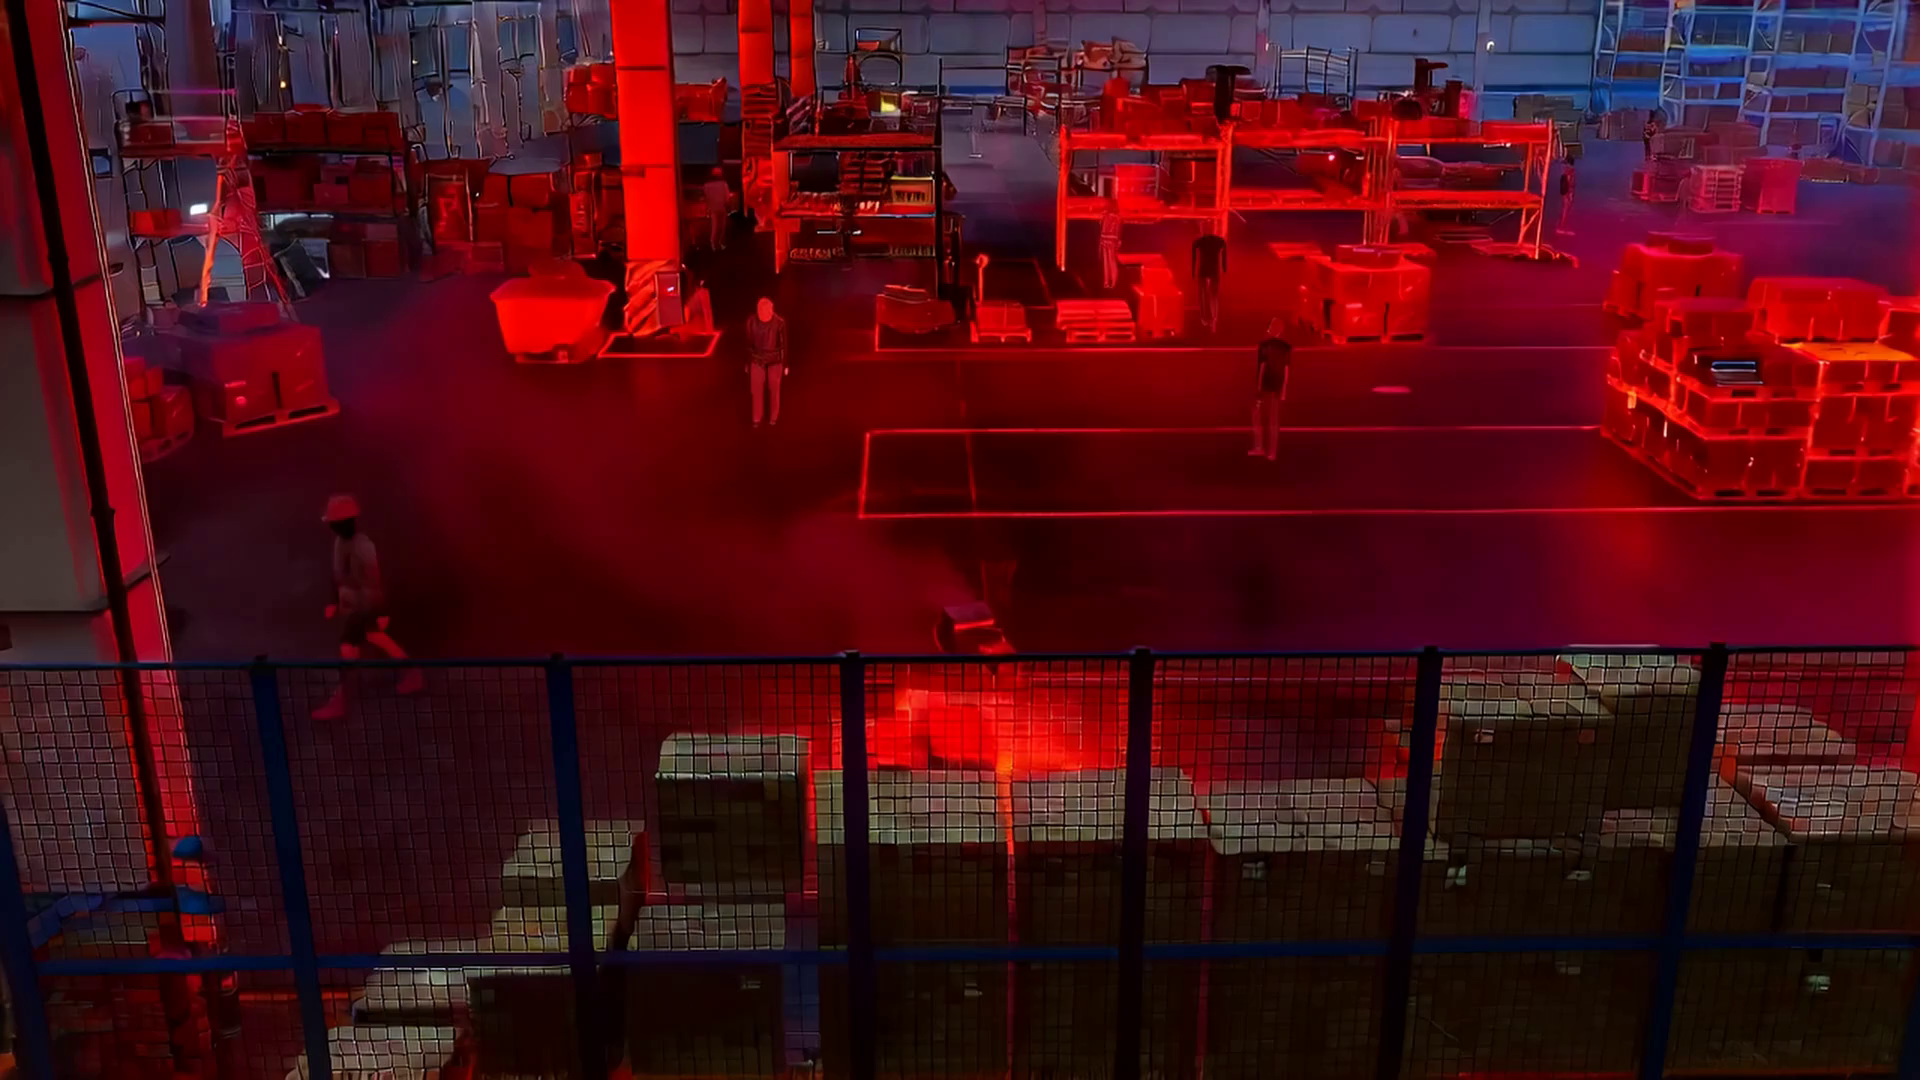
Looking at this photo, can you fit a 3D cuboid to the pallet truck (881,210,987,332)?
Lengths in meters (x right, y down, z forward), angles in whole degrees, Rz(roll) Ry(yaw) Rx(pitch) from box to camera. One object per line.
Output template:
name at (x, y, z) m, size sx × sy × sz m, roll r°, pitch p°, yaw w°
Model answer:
pallet truck at (-0.493, -4.759, 29.349) m, size 1.885 × 1.965 × 0.823 m, roll -13°, pitch 23°, yaw -34°

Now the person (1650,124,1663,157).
person at (21.305, -11.884, 50.943) m, size 0.536 × 1.699 × 0.322 m, roll -17°, pitch 25°, yaw -40°

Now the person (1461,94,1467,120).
person at (18.821, -15.666, 61.866) m, size 0.772 × 1.885 × 0.560 m, roll -15°, pitch 24°, yaw -38°

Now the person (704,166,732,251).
person at (-5.472, -7.450, 37.488) m, size 0.594 × 1.903 × 0.582 m, roll 2°, pitch 19°, yaw 6°

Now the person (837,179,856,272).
person at (-2.389, -6.600, 34.936) m, size 0.381 × 1.917 × 0.586 m, roll 2°, pitch 19°, yaw 6°

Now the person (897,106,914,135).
person at (-1.877, -14.301, 58.156) m, size 0.541 × 1.676 × 0.647 m, roll 8°, pitch 20°, yaw 21°

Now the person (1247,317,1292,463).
person at (3.985, -1.910, 21.160) m, size 0.523 × 1.824 × 0.525 m, roll -5°, pitch 19°, yaw -15°

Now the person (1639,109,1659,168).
person at (22.448, -13.032, 54.031) m, size 0.391 × 1.912 × 0.589 m, roll -3°, pitch 19°, yaw -8°

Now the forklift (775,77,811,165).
forklift at (-5.920, -13.893, 55.085) m, size 1.873 × 2.768 × 1.129 m, roll -1°, pitch 19°, yaw -1°

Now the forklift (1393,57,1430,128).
forklift at (19.009, -18.498, 68.747) m, size 1.873 × 2.768 × 1.129 m, roll -1°, pitch 19°, yaw -1°

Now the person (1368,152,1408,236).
person at (10.337, -8.293, 39.767) m, size 1.031 × 2.000 × 0.698 m, roll 1°, pitch 19°, yaw 3°

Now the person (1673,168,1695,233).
person at (17.330, -8.082, 39.790) m, size 0.400 × 1.622 × 0.511 m, roll 7°, pitch 20°, yaw 20°

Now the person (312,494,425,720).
person at (-5.010, 0.503, 13.925) m, size 1.007 × 1.893 × 0.552 m, roll -14°, pitch 23°, yaw -36°

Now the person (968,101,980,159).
person at (0.476, -14.077, 57.103) m, size 0.376 × 1.935 × 0.628 m, roll 8°, pitch 20°, yaw 22°

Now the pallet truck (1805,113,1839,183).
pallet truck at (26.403, -11.957, 50.702) m, size 0.823 × 1.965 × 1.885 m, roll 6°, pitch 19°, yaw 16°

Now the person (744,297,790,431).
person at (-2.638, -2.373, 22.543) m, size 0.661 × 1.815 × 0.781 m, roll 2°, pitch 19°, yaw 6°

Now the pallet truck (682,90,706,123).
pallet truck at (-9.671, -15.907, 62.421) m, size 0.823 × 1.965 × 1.885 m, roll 5°, pitch 19°, yaw 15°

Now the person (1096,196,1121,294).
person at (2.920, -5.762, 32.499) m, size 0.339 × 1.882 × 0.581 m, roll -10°, pitch 21°, yaw -27°

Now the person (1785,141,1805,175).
person at (23.460, -10.452, 46.863) m, size 0.523 × 1.593 × 0.859 m, roll 5°, pitch 19°, yaw 14°

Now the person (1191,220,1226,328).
person at (4.360, -4.639, 29.150) m, size 0.640 × 1.896 × 0.782 m, roll -1°, pitch 19°, yaw -2°

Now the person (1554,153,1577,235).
person at (14.617, -8.329, 40.032) m, size 0.368 × 1.940 × 0.632 m, roll -3°, pitch 19°, yaw -10°

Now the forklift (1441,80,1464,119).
forklift at (15.644, -13.239, 53.146) m, size 1.873 × 2.768 × 1.129 m, roll -1°, pitch 19°, yaw -1°

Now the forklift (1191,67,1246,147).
forklift at (9.517, -15.894, 61.023) m, size 1.873 × 2.768 × 1.129 m, roll -1°, pitch 19°, yaw -2°
